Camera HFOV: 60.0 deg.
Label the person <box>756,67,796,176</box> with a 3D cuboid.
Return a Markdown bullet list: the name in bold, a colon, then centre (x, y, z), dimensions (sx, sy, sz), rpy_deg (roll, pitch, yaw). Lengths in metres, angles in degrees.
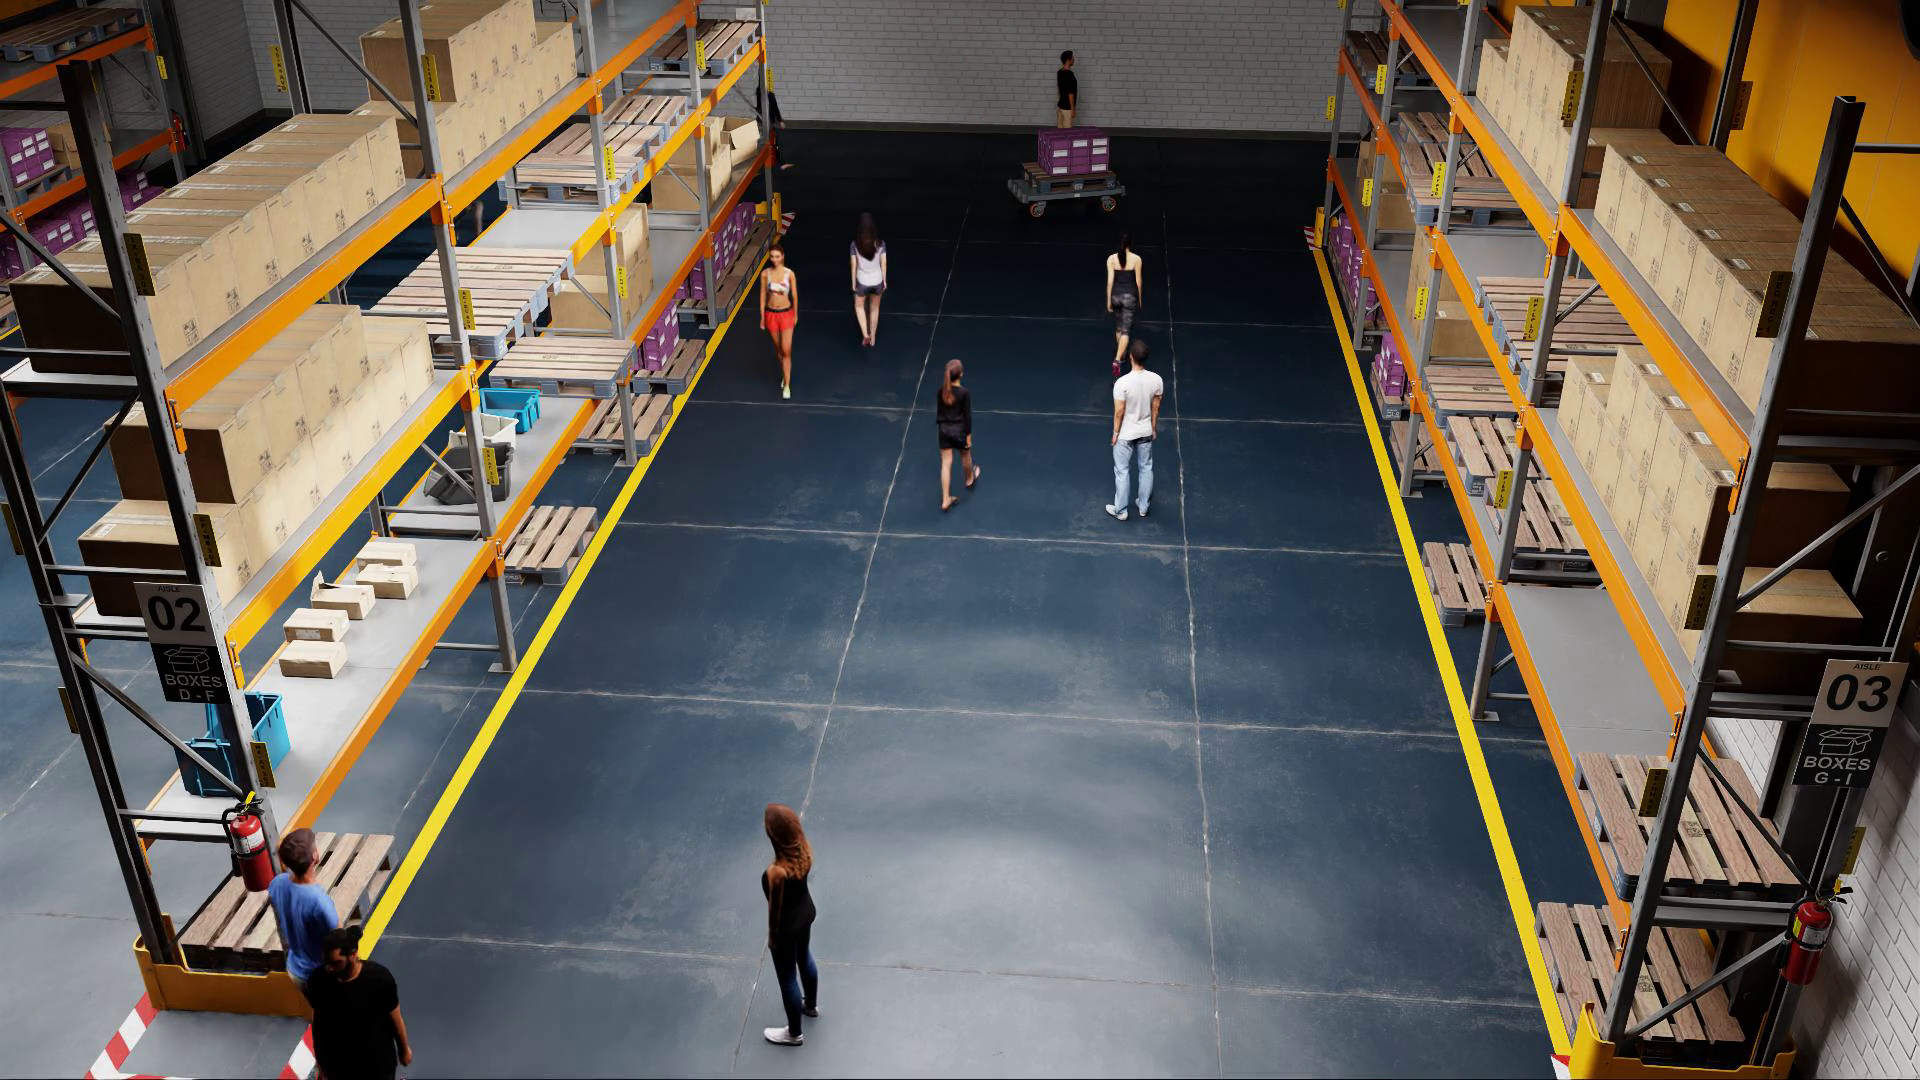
- **person**: centre (-3.177, -6.695, 26.737), dimensions (1.075, 1.690, 1.125), rpy_deg (-15, 32, -26)

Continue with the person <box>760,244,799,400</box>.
- **person**: centre (-2.058, -2.571, 19.095), dimensions (0.561, 1.768, 0.876), rpy_deg (3, 29, 5)

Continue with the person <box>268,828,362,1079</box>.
- **person**: centre (-3.793, 2.543, 9.643), dimensions (0.814, 1.842, 0.864), rpy_deg (25, 37, 38)

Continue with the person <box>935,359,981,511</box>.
- **person**: centre (-0.090, -1.032, 16.530), dimensions (0.735, 1.524, 1.057), rpy_deg (10, 30, 17)

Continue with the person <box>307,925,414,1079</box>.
- **person**: centre (-3.319, 2.809, 9.269), dimensions (0.672, 1.734, 1.125), rpy_deg (1, 29, 1)

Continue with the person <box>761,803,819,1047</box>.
- **person**: centre (-1.031, 2.330, 10.159), dimensions (0.682, 1.723, 0.544), rpy_deg (10, 30, 18)

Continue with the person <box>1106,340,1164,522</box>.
- **person**: centre (1.708, -1.075, 16.251), dimensions (0.756, 1.867, 0.735), rpy_deg (-11, 30, -19)

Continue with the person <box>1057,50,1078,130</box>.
- **person**: centre (1.731, -7.092, 27.289), dimensions (0.773, 1.859, 0.630), rpy_deg (-10, 30, -18)

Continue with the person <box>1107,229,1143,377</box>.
- **person**: centre (1.918, -2.757, 19.512), dimensions (0.743, 1.695, 1.170), rpy_deg (9, 30, 16)

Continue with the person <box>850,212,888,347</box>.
- **person**: centre (-1.100, -3.102, 20.149), dimensions (0.709, 1.691, 0.861), rpy_deg (-5, 29, -9)
